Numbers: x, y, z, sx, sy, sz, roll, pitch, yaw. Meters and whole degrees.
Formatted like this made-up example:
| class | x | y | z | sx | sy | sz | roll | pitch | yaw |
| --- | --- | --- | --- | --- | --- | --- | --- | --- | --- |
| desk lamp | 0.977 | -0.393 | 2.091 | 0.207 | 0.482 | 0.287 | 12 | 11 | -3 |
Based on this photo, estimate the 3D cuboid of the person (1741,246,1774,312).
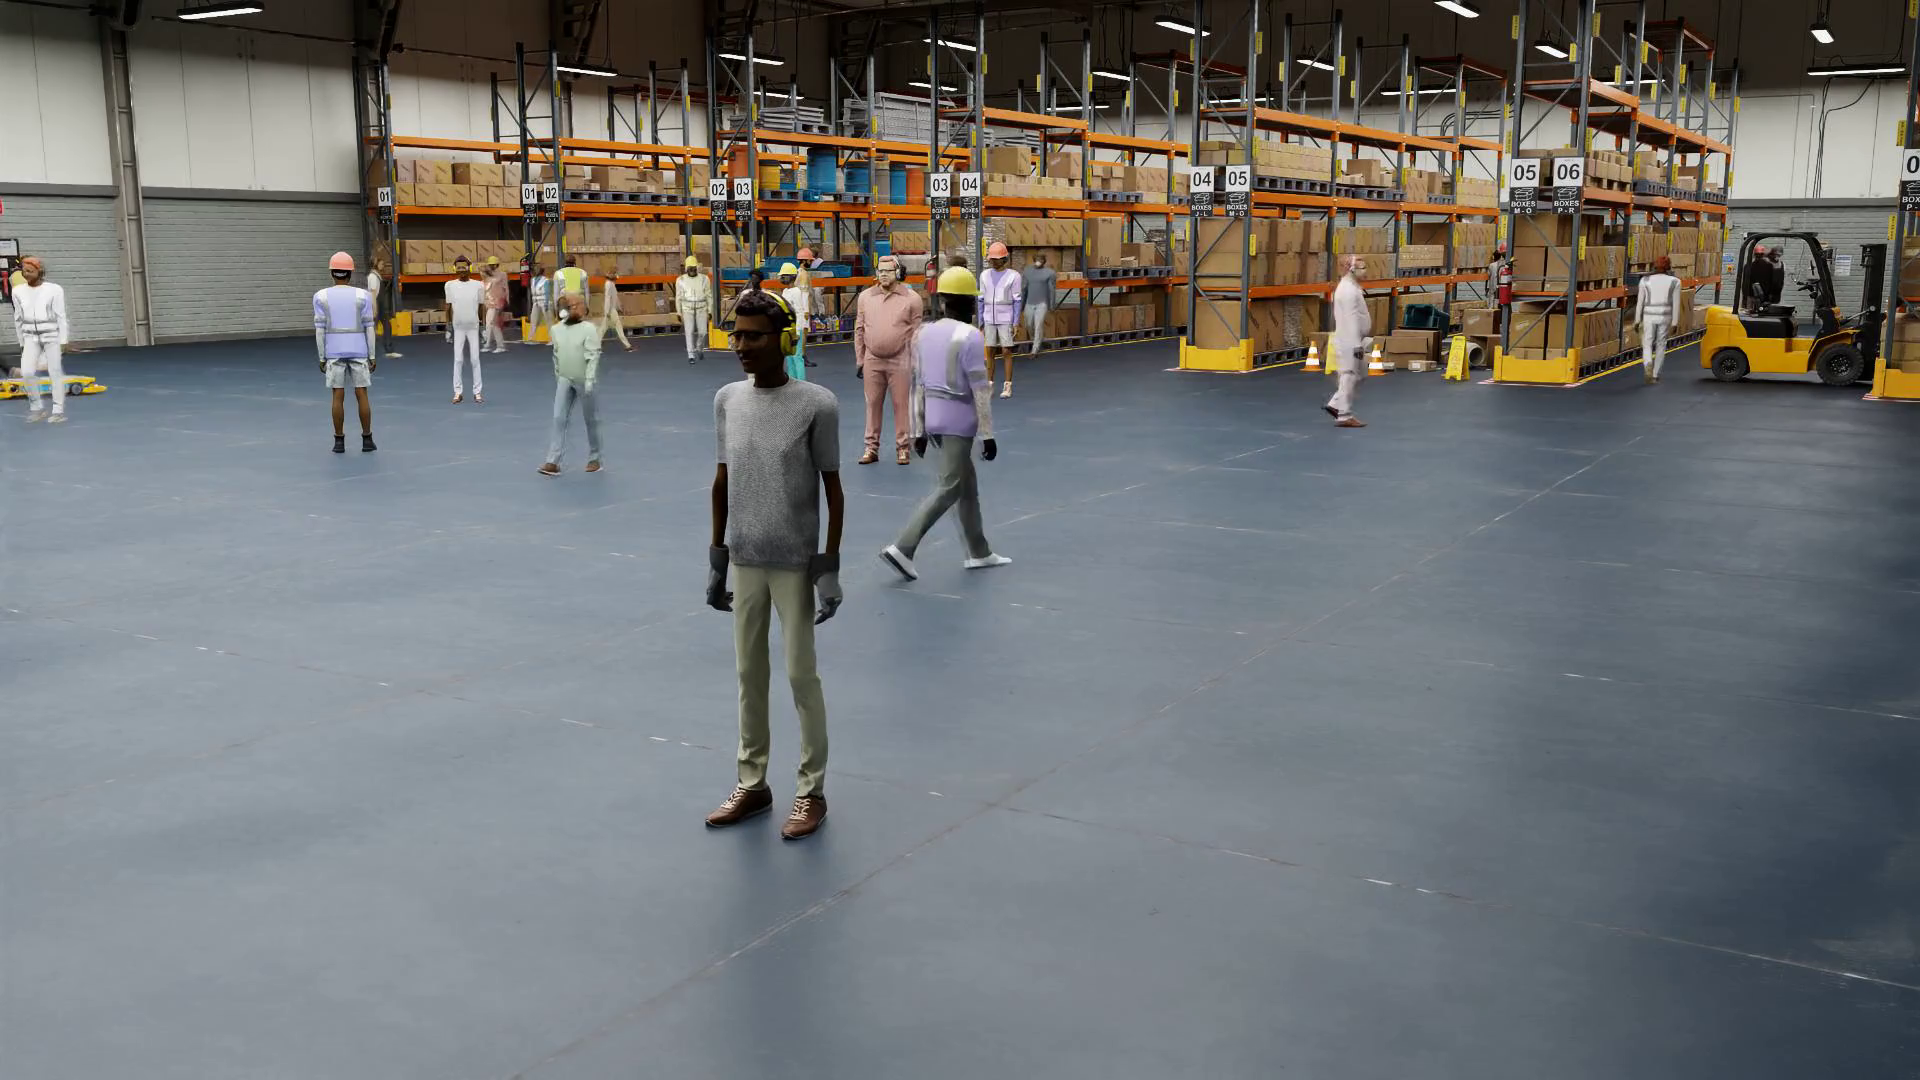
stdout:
| class | x | y | z | sx | sy | sz | roll | pitch | yaw |
| --- | --- | --- | --- | --- | --- | --- | --- | --- | --- |
| person | 16.952 | -5.264 | 35.397 | 0.624 | 1.962 | 0.842 | 4 | 11 | 20 |

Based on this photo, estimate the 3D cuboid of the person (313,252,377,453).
| class | x | y | z | sx | sy | sz | roll | pitch | yaw |
| --- | --- | --- | --- | --- | --- | --- | --- | --- | --- |
| person | -5.943 | -1.809 | 16.112 | 0.545 | 1.938 | 0.362 | -3 | 11 | -18 |

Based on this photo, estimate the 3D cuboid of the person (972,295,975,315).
| class | x | y | z | sx | sy | sz | roll | pitch | yaw |
| --- | --- | --- | --- | --- | --- | --- | --- | --- | --- |
| person | 0.250 | -4.789 | 32.980 | 0.639 | 1.871 | 0.467 | 4 | 11 | 24 |

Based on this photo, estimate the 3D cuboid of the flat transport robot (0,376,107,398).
| class | x | y | z | sx | sy | sz | roll | pitch | yaw |
| --- | --- | --- | --- | --- | --- | --- | --- | --- | --- |
| flat transport robot | -12.218 | -2.044 | 22.092 | 0.652 | 0.197 | 1.431 | 8 | 13 | 39 |

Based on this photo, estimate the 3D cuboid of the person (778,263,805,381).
| class | x | y | z | sx | sy | sz | roll | pitch | yaw |
| --- | --- | --- | --- | --- | --- | --- | --- | --- | --- |
| person | -2.225 | -2.749 | 21.857 | 0.326 | 1.769 | 0.524 | -5 | 11 | -27 |

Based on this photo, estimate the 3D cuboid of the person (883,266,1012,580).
| class | x | y | z | sx | sy | sz | roll | pitch | yaw |
| --- | --- | --- | --- | --- | --- | --- | --- | --- | --- |
| person | -0.081 | -0.710 | 10.101 | 0.934 | 1.897 | 0.594 | -7 | 12 | -33 |

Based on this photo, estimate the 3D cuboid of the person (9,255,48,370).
| class | x | y | z | sx | sy | sz | roll | pitch | yaw |
| --- | --- | --- | --- | --- | --- | --- | --- | --- | --- |
| person | -14.821 | -3.628 | 26.572 | 0.634 | 1.841 | 0.429 | 3 | 11 | 16 |

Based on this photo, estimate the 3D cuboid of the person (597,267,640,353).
| class | x | y | z | sx | sy | sz | roll | pitch | yaw |
| --- | --- | --- | --- | --- | --- | --- | --- | --- | --- |
| person | -6.404 | -4.252 | 30.762 | 0.855 | 1.584 | 0.515 | -1 | 10 | -7 |

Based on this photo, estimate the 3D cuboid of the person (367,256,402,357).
| class | x | y | z | sx | sy | sz | roll | pitch | yaw |
| --- | --- | --- | --- | --- | --- | --- | --- | --- | --- |
| person | -10.392 | -4.108 | 29.371 | 0.855 | 1.814 | 0.533 | -2 | 10 | -9 |

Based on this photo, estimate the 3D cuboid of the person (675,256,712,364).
| class | x | y | z | sx | sy | sz | roll | pitch | yaw |
| --- | --- | --- | --- | --- | --- | --- | --- | --- | --- |
| person | -4.475 | -3.862 | 27.947 | 0.615 | 1.813 | 0.435 | -2 | 10 | -13 |

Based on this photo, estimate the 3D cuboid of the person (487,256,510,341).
| class | x | y | z | sx | sy | sz | roll | pitch | yaw |
| --- | --- | --- | --- | --- | --- | --- | --- | --- | --- |
| person | -9.644 | -4.990 | 34.457 | 0.560 | 1.743 | 0.638 | 3 | 11 | 18 |

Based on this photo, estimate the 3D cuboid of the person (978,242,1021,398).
| class | x | y | z | sx | sy | sz | roll | pitch | yaw |
| --- | --- | --- | --- | --- | --- | --- | --- | --- | --- |
| person | 0.498 | -2.867 | 21.769 | 0.605 | 2.034 | 0.387 | 5 | 11 | 25 |

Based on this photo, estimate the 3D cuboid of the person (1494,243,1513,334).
| class | x | y | z | sx | sy | sz | roll | pitch | yaw |
| --- | --- | --- | --- | --- | --- | --- | --- | --- | --- |
| person | 12.183 | -5.623 | 37.206 | 0.391 | 2.034 | 0.605 | -5 | 11 | -28 |

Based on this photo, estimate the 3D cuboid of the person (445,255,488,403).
| class | x | y | z | sx | sy | sz | roll | pitch | yaw |
| --- | --- | --- | --- | --- | --- | --- | --- | --- | --- |
| person | -6.260 | -2.666 | 21.104 | 0.513 | 1.871 | 0.329 | -2 | 10 | -13 |

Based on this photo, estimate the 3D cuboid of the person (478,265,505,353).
| class | x | y | z | sx | sy | sz | roll | pitch | yaw |
| --- | --- | --- | --- | --- | --- | --- | --- | --- | --- |
| person | -8.712 | -4.230 | 30.571 | 0.738 | 1.609 | 0.517 | -8 | 13 | -38 |

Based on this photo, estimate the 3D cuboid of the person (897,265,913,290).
| class | x | y | z | sx | sy | sz | roll | pitch | yaw |
| --- | --- | --- | --- | --- | --- | --- | --- | --- | --- |
| person | -0.986 | -3.556 | 26.593 | 0.545 | 1.683 | 0.439 | 8 | 13 | 39 |

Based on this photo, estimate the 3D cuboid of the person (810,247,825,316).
| class | x | y | z | sx | sy | sz | roll | pitch | yaw |
| --- | --- | --- | --- | --- | --- | --- | --- | --- | --- |
| person | -3.440 | -6.010 | 39.637 | 0.635 | 1.937 | 0.352 | 10 | 14 | 44 |

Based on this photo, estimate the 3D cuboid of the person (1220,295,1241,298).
| class | x | y | z | sx | sy | sz | roll | pitch | yaw |
| --- | --- | --- | --- | --- | --- | --- | --- | --- | --- |
| person | 5.810 | -5.231 | 35.266 | 0.609 | 1.940 | 0.709 | 2 | 10 | 11 |

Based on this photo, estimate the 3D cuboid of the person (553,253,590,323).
| class | x | y | z | sx | sy | sz | roll | pitch | yaw |
| --- | --- | --- | --- | --- | --- | --- | --- | --- | --- |
| person | -6.807 | -4.086 | 29.135 | 0.633 | 1.841 | 0.429 | -5 | 11 | -26 |

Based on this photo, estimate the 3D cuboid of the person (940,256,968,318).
| class | x | y | z | sx | sy | sz | roll | pitch | yaw |
| --- | --- | --- | --- | --- | --- | --- | --- | --- | --- |
| person | -0.121 | -3.819 | 27.734 | 0.509 | 1.816 | 0.648 | -3 | 10 | -14 |

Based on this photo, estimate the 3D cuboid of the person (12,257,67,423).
| class | x | y | z | sx | sy | sz | roll | pitch | yaw |
| --- | --- | --- | --- | --- | --- | --- | --- | --- | --- |
| person | -10.304 | -2.226 | 18.656 | 0.597 | 1.868 | 0.540 | -1 | 10 | -7 |

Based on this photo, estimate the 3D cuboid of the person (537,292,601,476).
| class | x | y | z | sx | sy | sz | roll | pitch | yaw |
| --- | --- | --- | --- | --- | --- | --- | --- | --- | --- |
| person | -3.389 | -1.341 | 14.460 | 0.506 | 1.593 | 0.821 | 3 | 11 | 18 |

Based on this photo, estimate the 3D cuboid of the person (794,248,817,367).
| class | x | y | z | sx | sy | sz | roll | pitch | yaw |
| --- | --- | --- | --- | --- | --- | --- | --- | --- | --- |
| person | -2.560 | -3.819 | 27.368 | 0.379 | 1.937 | 0.547 | -3 | 11 | -18 |

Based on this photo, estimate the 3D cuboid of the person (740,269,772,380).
| class | x | y | z | sx | sy | sz | roll | pitch | yaw |
| --- | --- | --- | --- | --- | --- | --- | --- | --- | --- |
| person | -2.947 | -3.146 | 24.392 | 0.541 | 1.657 | 0.857 | 1 | 10 | 6 |

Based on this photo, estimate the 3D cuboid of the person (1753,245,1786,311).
| class | x | y | z | sx | sy | sz | roll | pitch | yaw |
| --- | --- | --- | --- | --- | --- | --- | --- | --- | --- |
| person | 17.782 | -5.528 | 36.650 | 0.700 | 2.000 | 0.821 | 0 | 10 | 0 |

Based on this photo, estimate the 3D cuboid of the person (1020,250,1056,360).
| class | x | y | z | sx | sy | sz | roll | pitch | yaw |
| --- | --- | --- | --- | --- | --- | --- | --- | --- | --- |
| person | 1.374 | -4.123 | 29.174 | 0.690 | 1.906 | 0.714 | 3 | 11 | 19 |

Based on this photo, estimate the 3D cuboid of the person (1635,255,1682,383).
| class | x | y | z | sx | sy | sz | roll | pitch | yaw |
| --- | --- | --- | --- | --- | --- | --- | --- | --- | --- |
| person | 10.007 | -3.155 | 23.857 | 0.587 | 1.863 | 0.691 | 4 | 11 | 21 |

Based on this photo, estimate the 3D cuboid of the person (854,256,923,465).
| class | x | y | z | sx | sy | sz | roll | pitch | yaw |
| --- | --- | --- | --- | --- | --- | --- | --- | --- | --- |
| person | -0.665 | -1.637 | 15.232 | 0.636 | 1.911 | 0.405 | 2 | 10 | 11 |

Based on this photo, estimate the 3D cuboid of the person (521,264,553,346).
| class | x | y | z | sx | sy | sz | roll | pitch | yaw |
| --- | --- | --- | --- | --- | --- | --- | --- | --- | --- |
| person | -8.288 | -4.604 | 32.685 | 0.536 | 1.607 | 0.819 | 6 | 12 | 31 |

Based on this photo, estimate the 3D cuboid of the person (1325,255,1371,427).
| class | x | y | z | sx | sy | sz | roll | pitch | yaw |
| --- | --- | --- | --- | --- | --- | --- | --- | --- | --- |
| person | 4.317 | -2.177 | 18.298 | 0.432 | 1.892 | 0.651 | 3 | 10 | 15 |

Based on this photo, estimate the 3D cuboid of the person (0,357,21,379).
| class | x | y | z | sx | sy | sz | roll | pitch | yaw |
| --- | --- | --- | --- | --- | --- | --- | --- | --- | --- |
| person | -13.076 | -2.909 | 22.187 | 0.726 | 1.976 | 0.624 | -2 | 10 | -10 |

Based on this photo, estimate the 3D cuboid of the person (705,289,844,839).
| class | x | y | z | sx | sy | sz | roll | pitch | yaw |
| --- | --- | --- | --- | --- | --- | --- | --- | --- | --- |
| person | -0.644 | 0.086 | 5.686 | 0.534 | 1.869 | 0.315 | 5 | 11 | 24 |

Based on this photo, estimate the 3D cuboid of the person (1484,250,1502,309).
| class | x | y | z | sx | sy | sz | roll | pitch | yaw |
| --- | --- | --- | --- | --- | --- | --- | --- | --- | --- |
| person | 12.705 | -5.929 | 39.422 | 0.509 | 1.860 | 0.334 | 3 | 10 | 15 |
